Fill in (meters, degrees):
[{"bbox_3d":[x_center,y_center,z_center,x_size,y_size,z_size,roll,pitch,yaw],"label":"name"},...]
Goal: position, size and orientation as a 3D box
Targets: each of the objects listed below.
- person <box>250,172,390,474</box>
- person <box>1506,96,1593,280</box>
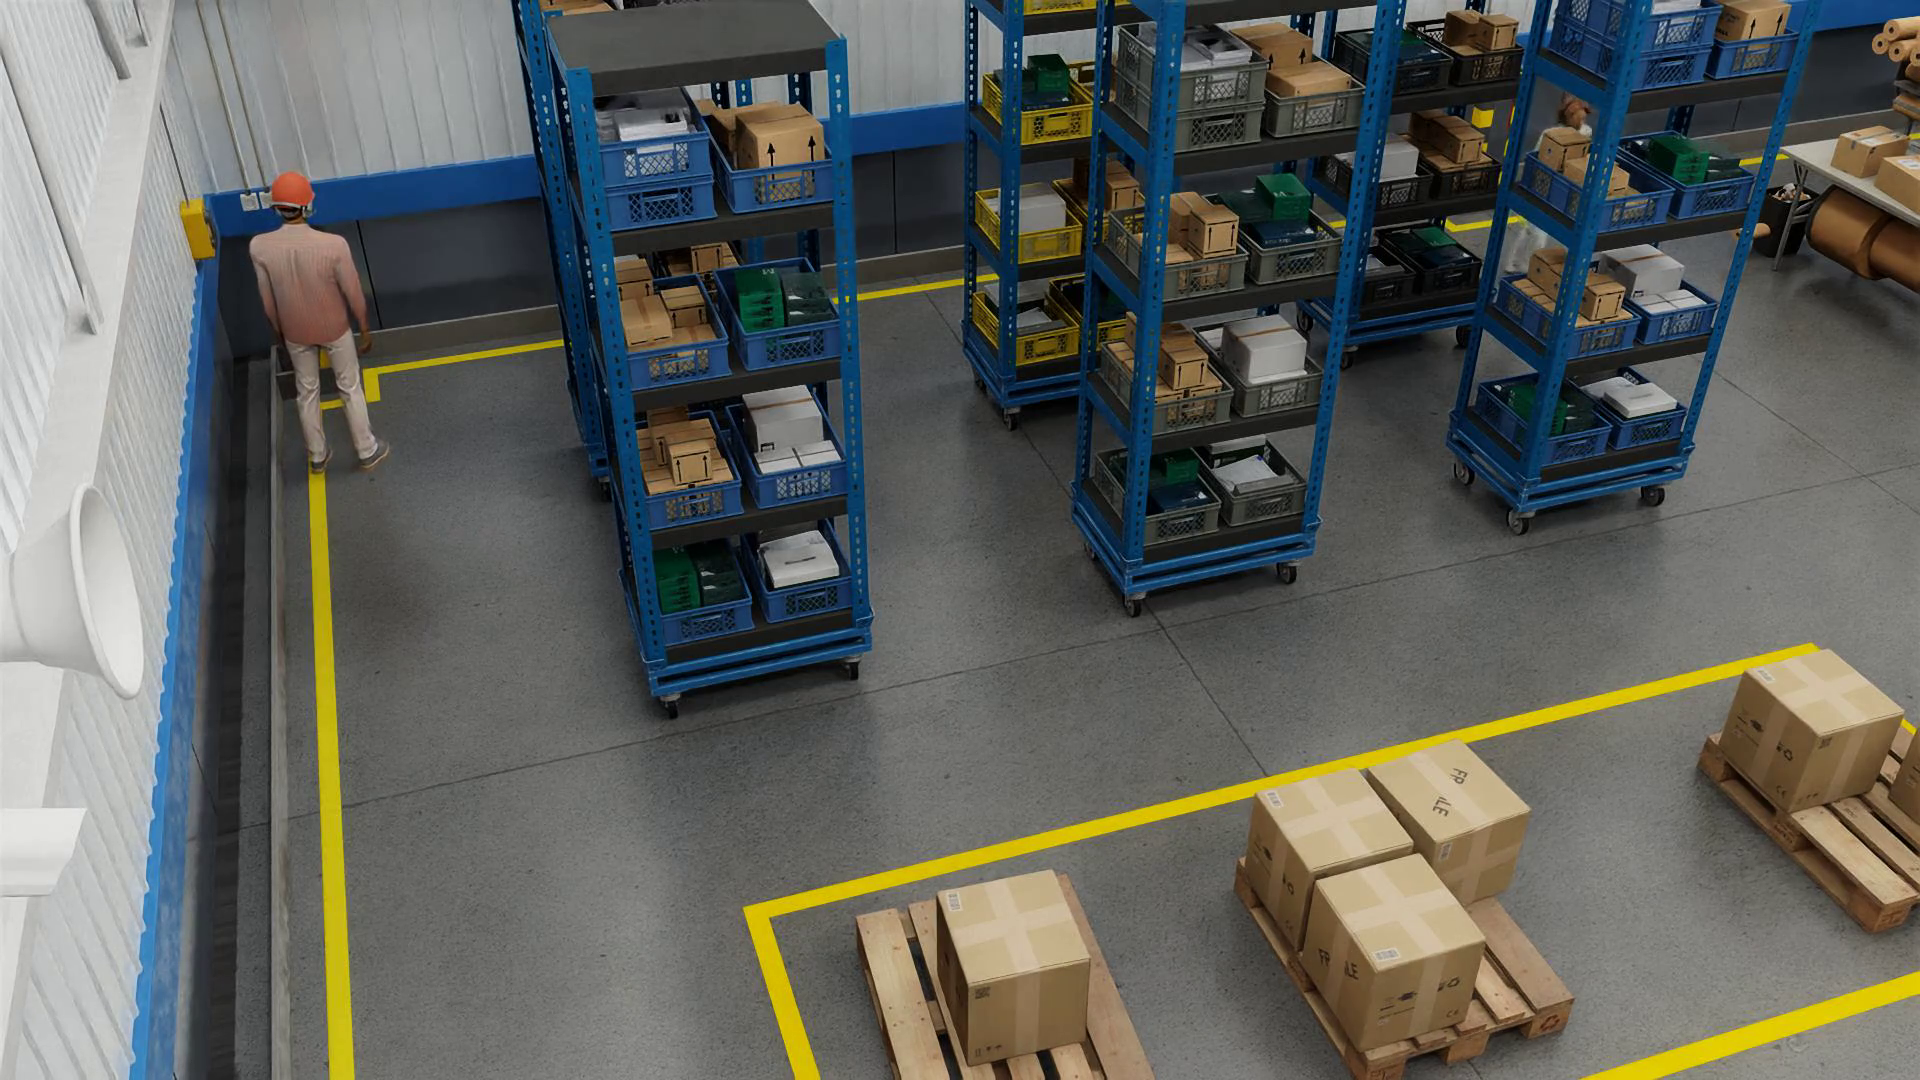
[{"bbox_3d":[-4.030,-1.359,10.494,0.636,1.981,0.434,-3,35,-4],"label":"person"},{"bbox_3d":[4.461,-2.628,12.620,0.564,1.599,0.606,-20,40,-26],"label":"person"}]
